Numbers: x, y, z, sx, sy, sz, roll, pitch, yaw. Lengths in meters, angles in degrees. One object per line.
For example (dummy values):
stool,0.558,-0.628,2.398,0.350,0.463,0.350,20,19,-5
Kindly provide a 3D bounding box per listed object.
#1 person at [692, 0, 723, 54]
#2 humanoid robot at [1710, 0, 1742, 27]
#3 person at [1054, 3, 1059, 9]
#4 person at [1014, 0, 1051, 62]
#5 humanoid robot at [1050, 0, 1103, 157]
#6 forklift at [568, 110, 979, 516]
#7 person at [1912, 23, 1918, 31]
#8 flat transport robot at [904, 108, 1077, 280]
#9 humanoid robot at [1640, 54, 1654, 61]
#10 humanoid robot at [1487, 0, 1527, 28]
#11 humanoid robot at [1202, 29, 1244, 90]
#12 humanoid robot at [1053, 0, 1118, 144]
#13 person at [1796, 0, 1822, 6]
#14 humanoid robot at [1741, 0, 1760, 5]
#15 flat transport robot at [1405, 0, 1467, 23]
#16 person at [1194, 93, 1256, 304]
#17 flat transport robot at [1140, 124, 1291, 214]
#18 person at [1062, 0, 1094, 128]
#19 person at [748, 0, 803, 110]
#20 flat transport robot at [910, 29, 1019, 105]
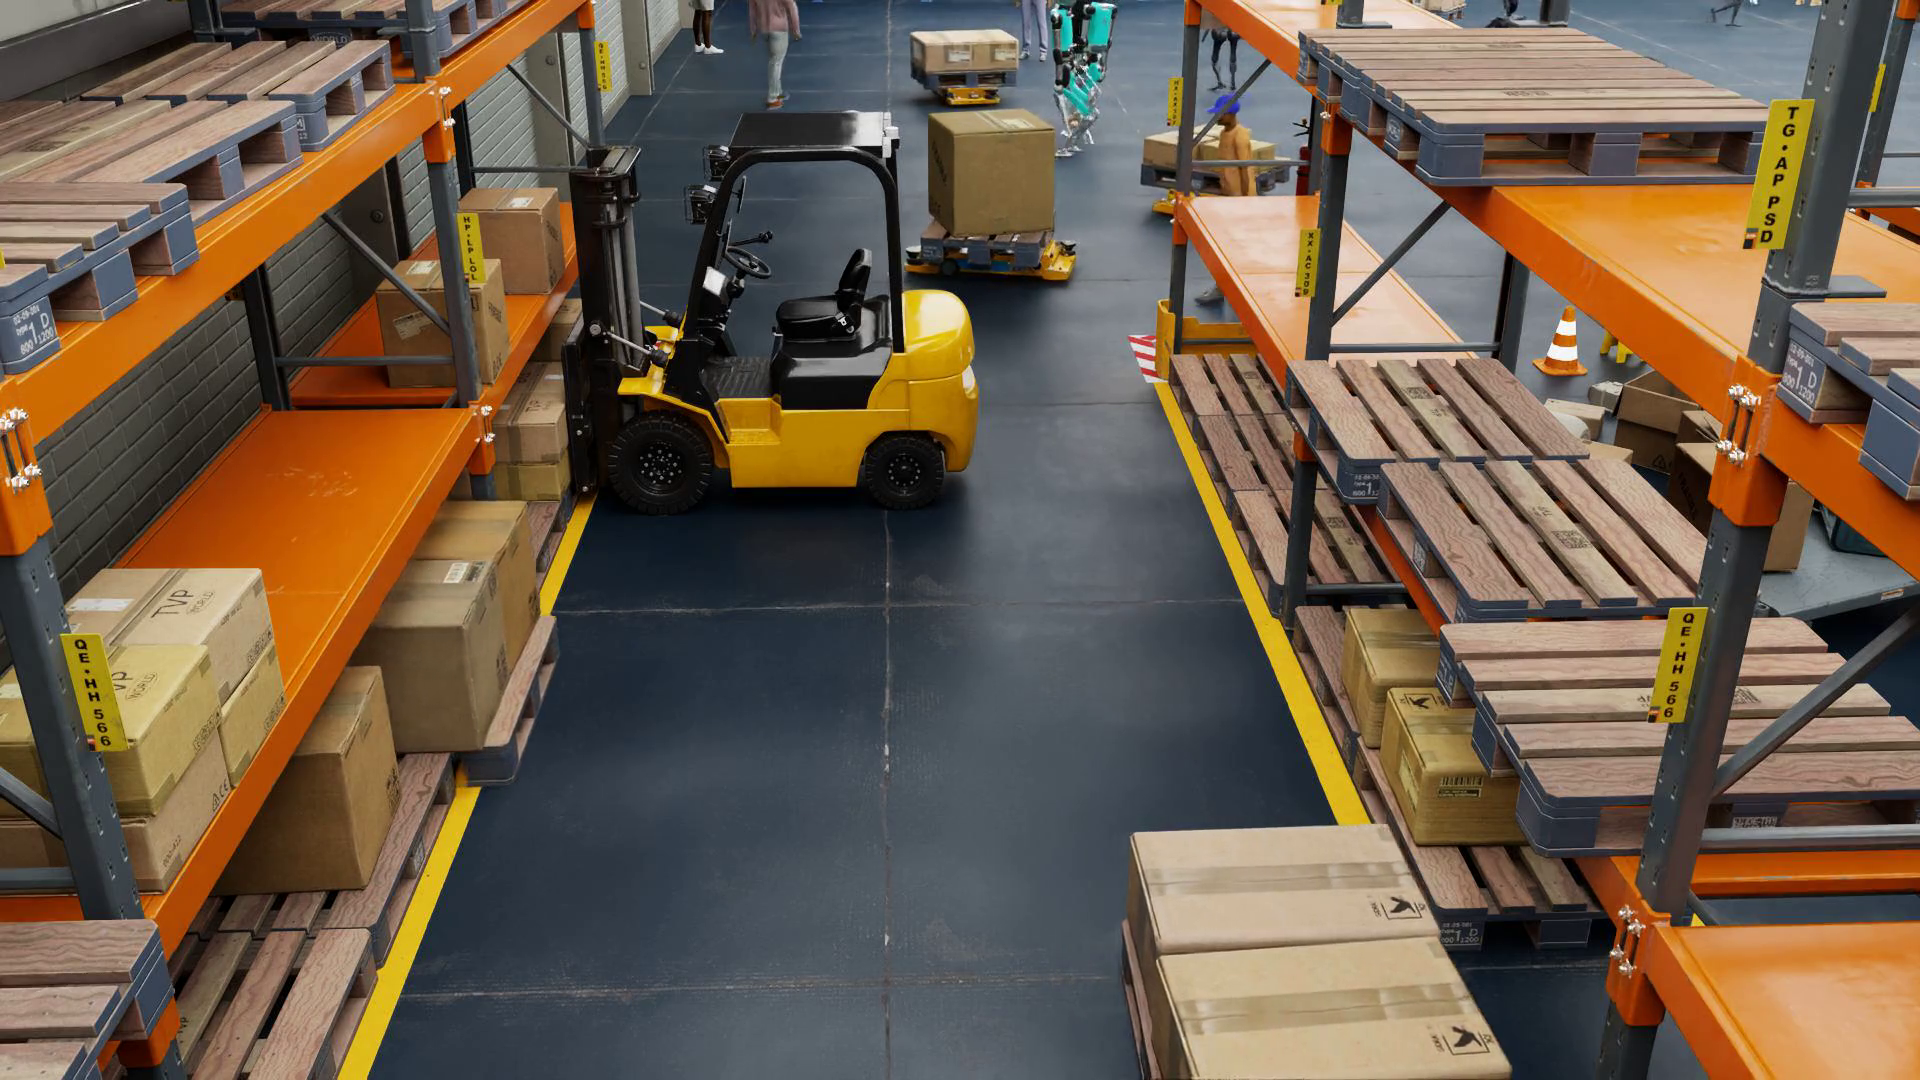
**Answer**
person,-3.865,-8.272,24.913,0.361,1.897,0.555,-19,31,-34
humanoid robot,12.774,-9.323,27.404,0.506,1.647,0.606,15,29,28
person,1.804,-10.006,28.753,0.558,1.751,0.324,-5,26,-10
person,1.080,-7.939,24.297,0.574,1.830,0.403,11,28,23
humanoid robot,1.321,-5.120,18.369,0.672,1.758,0.541,7,26,15
forklift,-1.043,-1.379,9.976,2.313,2.155,1.214,-1,25,-2
person,15.680,-9.205,27.053,0.533,1.758,0.453,0,25,0
flat transport robot,0.275,-2.479,14.554,1.431,0.231,0.659,4,26,9
humanoid robot,6.233,-3.637,15.360,0.585,1.644,0.356,-16,29,-30
humanoid robot,6.339,-5.511,19.341,0.592,1.636,0.631,-7,26,-14
humanoid robot,3.539,-6.835,22.138,0.600,1.653,0.341,-7,26,-15
humanoid robot,1.369,-5.443,19.134,0.575,1.787,0.823,-23,33,-39
person,15.310,-10.539,29.724,0.407,1.893,0.533,-23,34,-40
humanoid robot,14.270,-10.534,29.954,0.544,1.771,1.047,-4,26,-8
flat transport robot,7.446,-8.391,27.073,0.659,0.231,1.431,16,30,31
person,2.169,-2.766,13.504,0.640,1.680,0.482,-5,26,-10
flat transport robot,2.553,-3.485,16.683,0.659,0.231,1.431,15,29,29
person,1.463,-5.912,19.965,0.406,1.854,0.544,-6,26,-12
person,-2.279,-6.451,21.051,0.644,1.905,0.829,14,29,27
flat transport robot,0.037,-5.938,21.878,0.659,0.231,1.431,-6,26,-12
